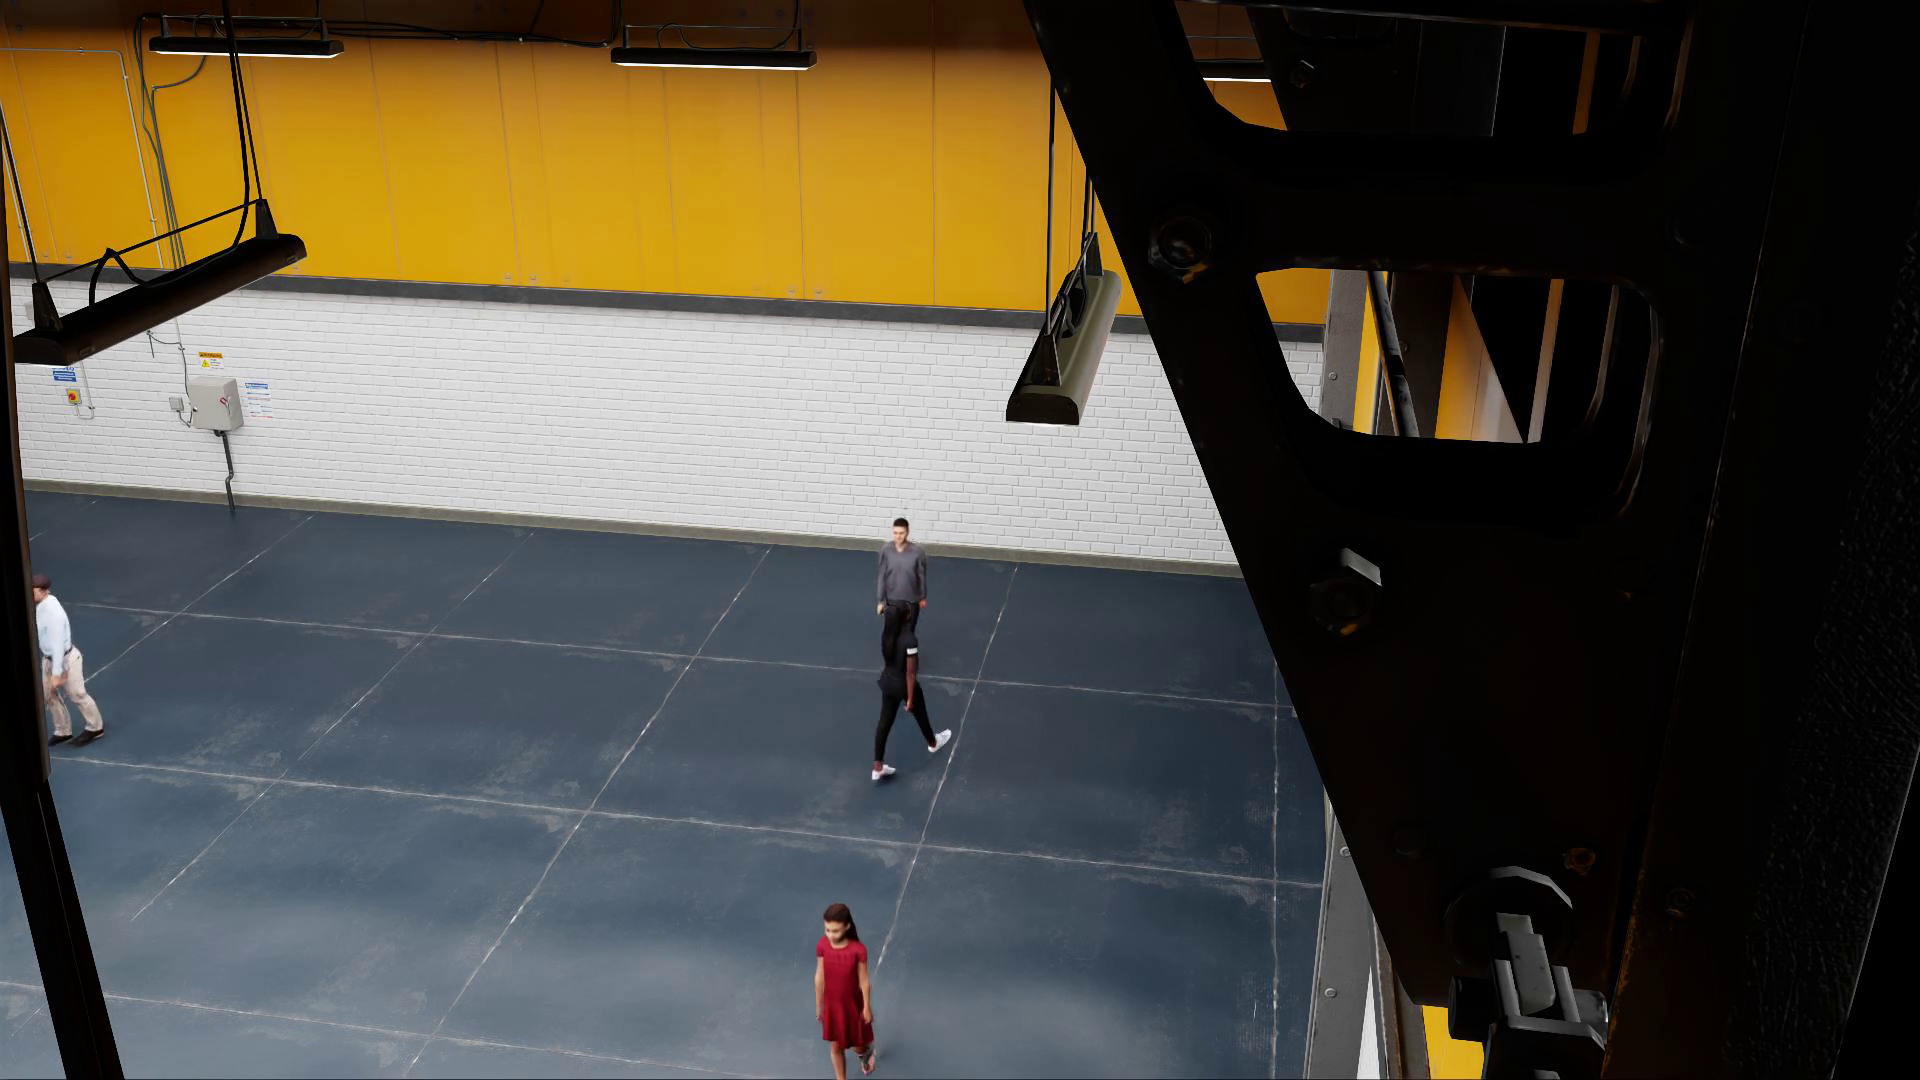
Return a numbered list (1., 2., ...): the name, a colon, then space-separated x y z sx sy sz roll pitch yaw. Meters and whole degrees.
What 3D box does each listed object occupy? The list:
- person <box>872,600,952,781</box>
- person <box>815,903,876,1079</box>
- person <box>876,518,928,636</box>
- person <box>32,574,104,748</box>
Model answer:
1. person: -0.599 1.377 14.961 1.050 1.691 1.245 21 31 39
2. person: -0.758 3.080 11.249 0.579 1.543 0.767 5 24 12
3. person: -0.564 0.581 16.757 0.650 1.712 1.123 5 24 11
4. person: -8.308 1.107 15.435 0.963 1.806 0.889 -17 29 -34
